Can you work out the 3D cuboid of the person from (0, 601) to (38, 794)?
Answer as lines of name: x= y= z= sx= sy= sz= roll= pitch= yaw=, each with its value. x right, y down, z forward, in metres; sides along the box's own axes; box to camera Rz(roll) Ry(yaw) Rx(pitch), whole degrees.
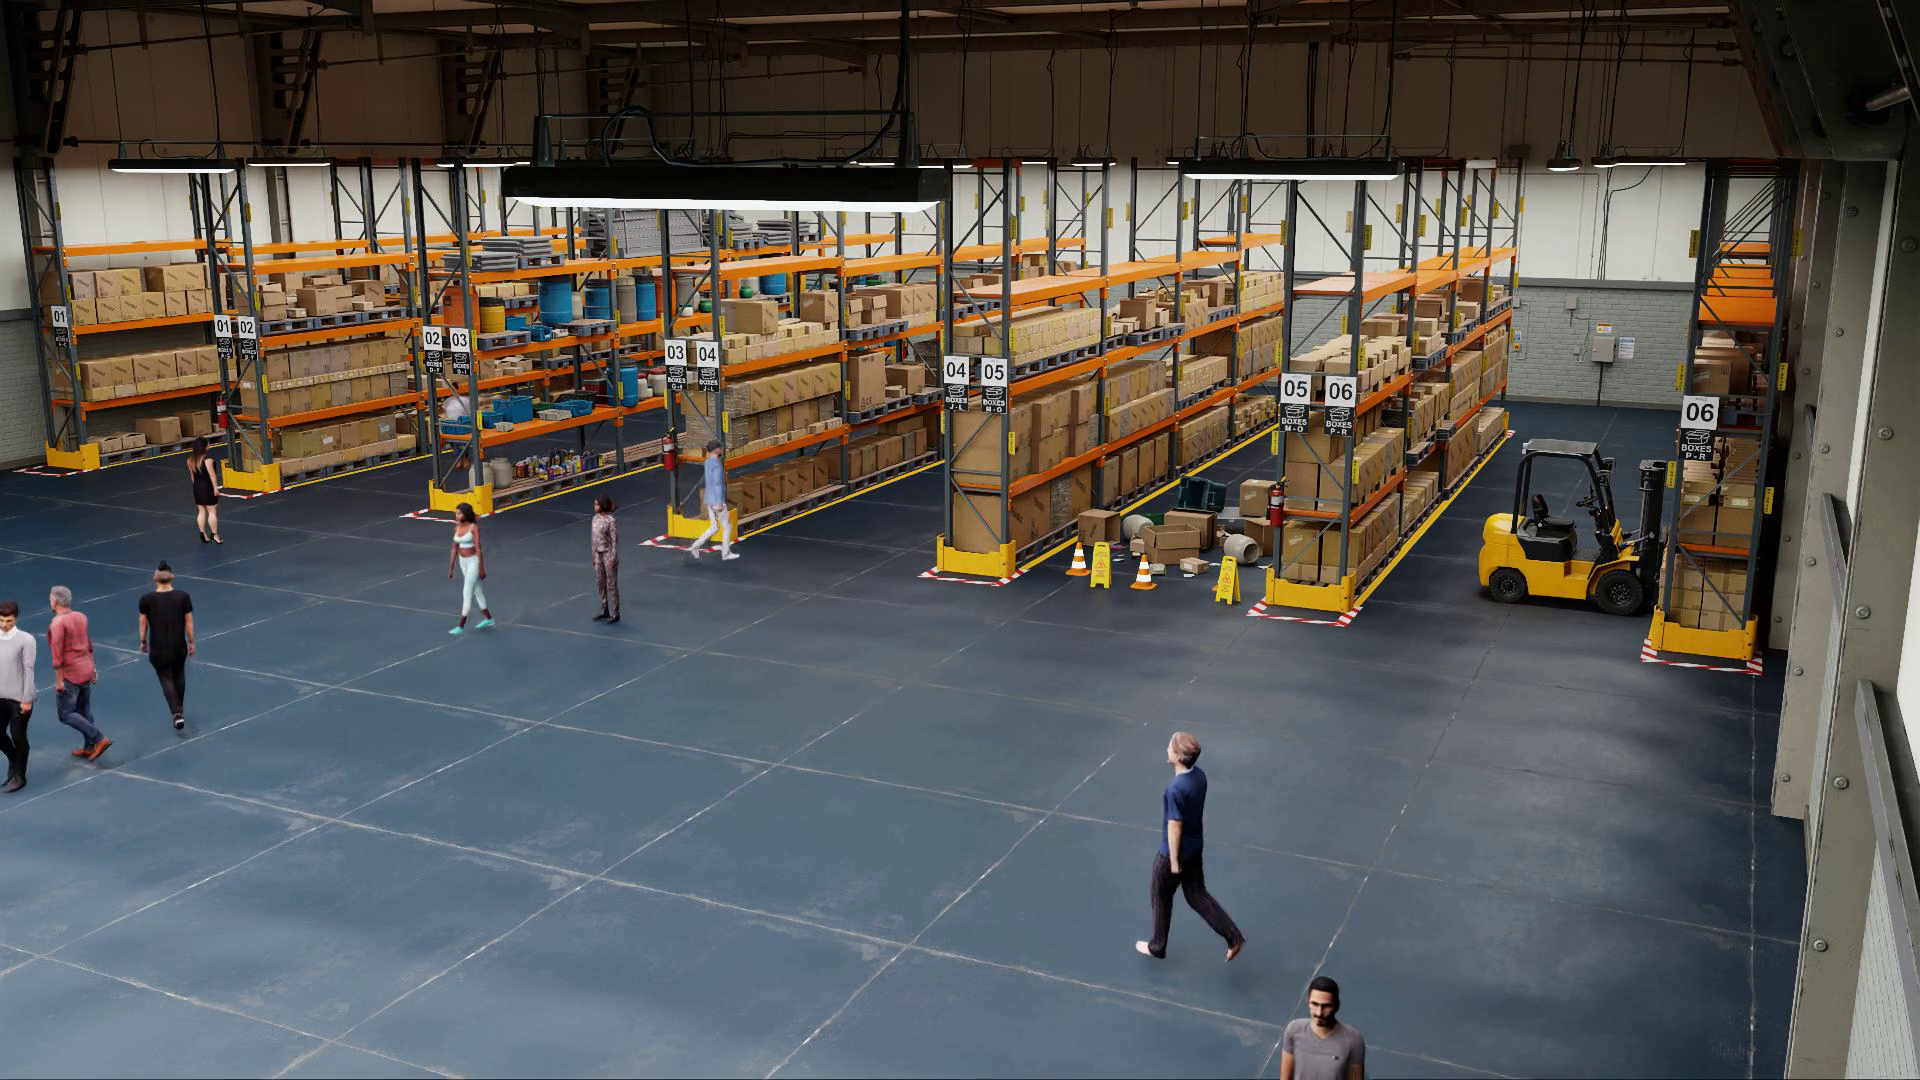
person: x=-9.144 y=1.484 z=16.162 sx=0.903 sy=1.893 sz=0.887 roll=2 pitch=13 yaw=10

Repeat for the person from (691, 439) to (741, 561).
person: x=-3.750 y=-0.580 z=25.124 sx=1.111 sy=1.869 sz=0.974 roll=-8 pitch=15 yaw=-30

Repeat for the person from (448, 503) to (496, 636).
person: x=-6.256 y=0.354 z=21.481 sx=0.628 sy=1.693 sz=1.041 roll=7 pitch=15 yaw=28

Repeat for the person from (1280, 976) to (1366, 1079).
person: x=1.998 y=3.184 z=9.144 sx=0.640 sy=1.746 sz=0.804 roll=5 pitch=14 yaw=21

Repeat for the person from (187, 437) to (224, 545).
person: x=-11.958 y=-0.785 z=26.347 sx=0.655 sy=1.718 sz=0.598 roll=5 pitch=14 yaw=21

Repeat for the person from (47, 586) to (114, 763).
person: x=-8.903 y=1.371 z=16.839 sx=0.905 sy=1.808 sz=0.884 roll=1 pitch=13 yaw=4

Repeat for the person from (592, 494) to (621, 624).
person: x=-4.670 y=0.233 z=21.959 sx=0.606 sy=1.714 sz=0.584 roll=10 pitch=16 yaw=36

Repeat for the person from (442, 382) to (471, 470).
person: x=-9.830 y=-2.247 z=32.641 sx=0.759 sy=1.727 sz=0.740 roll=2 pitch=13 yaw=9

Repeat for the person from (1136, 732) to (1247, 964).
person: x=1.760 y=2.353 z=12.514 sx=0.864 sy=1.845 sz=1.084 roll=9 pitch=16 yaw=35

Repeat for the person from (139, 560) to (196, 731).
person: x=-8.455 y=1.142 z=17.775 sx=1.200 sy=1.831 sz=1.152 roll=-8 pitch=15 yaw=-32
